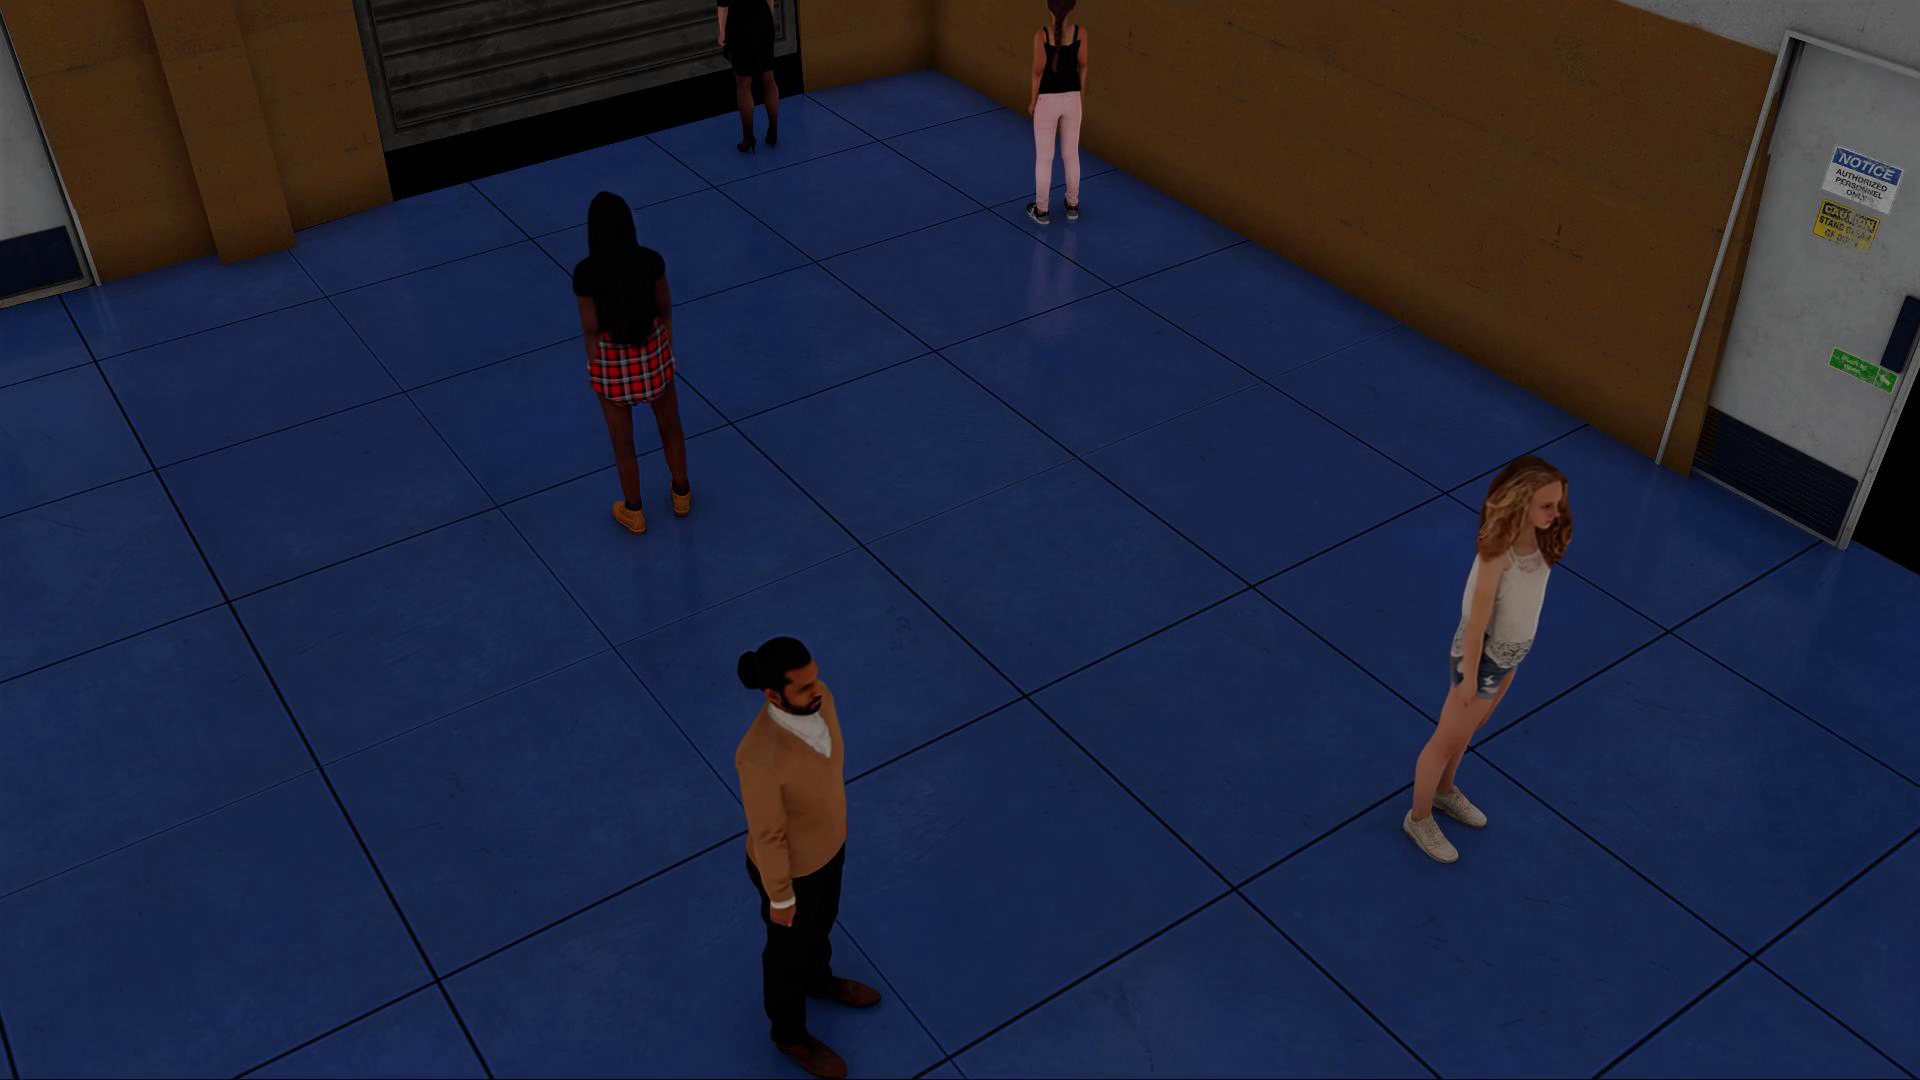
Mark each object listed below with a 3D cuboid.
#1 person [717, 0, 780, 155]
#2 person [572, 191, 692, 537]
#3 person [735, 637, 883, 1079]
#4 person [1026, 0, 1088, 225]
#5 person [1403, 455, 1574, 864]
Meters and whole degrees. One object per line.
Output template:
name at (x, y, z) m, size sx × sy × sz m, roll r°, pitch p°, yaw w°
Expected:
person at (-1.437, -3.474, 11.341) m, size 0.438 × 1.706 × 0.654 m, roll -20°, pitch 41°, yaw -25°
person at (-1.540, -0.820, 7.801) m, size 0.547 × 1.727 × 0.682 m, roll -20°, pitch 41°, yaw -24°
person at (-0.516, 1.000, 5.353) m, size 0.816 × 1.755 × 0.727 m, roll 11°, pitch 38°, yaw 15°
person at (0.624, -2.761, 10.521) m, size 0.549 × 1.565 × 0.652 m, roll -9°, pitch 38°, yaw -12°
person at (1.921, 0.428, 6.112) m, size 0.664 × 1.759 × 0.496 m, roll 30°, pitch 46°, yaw 33°
